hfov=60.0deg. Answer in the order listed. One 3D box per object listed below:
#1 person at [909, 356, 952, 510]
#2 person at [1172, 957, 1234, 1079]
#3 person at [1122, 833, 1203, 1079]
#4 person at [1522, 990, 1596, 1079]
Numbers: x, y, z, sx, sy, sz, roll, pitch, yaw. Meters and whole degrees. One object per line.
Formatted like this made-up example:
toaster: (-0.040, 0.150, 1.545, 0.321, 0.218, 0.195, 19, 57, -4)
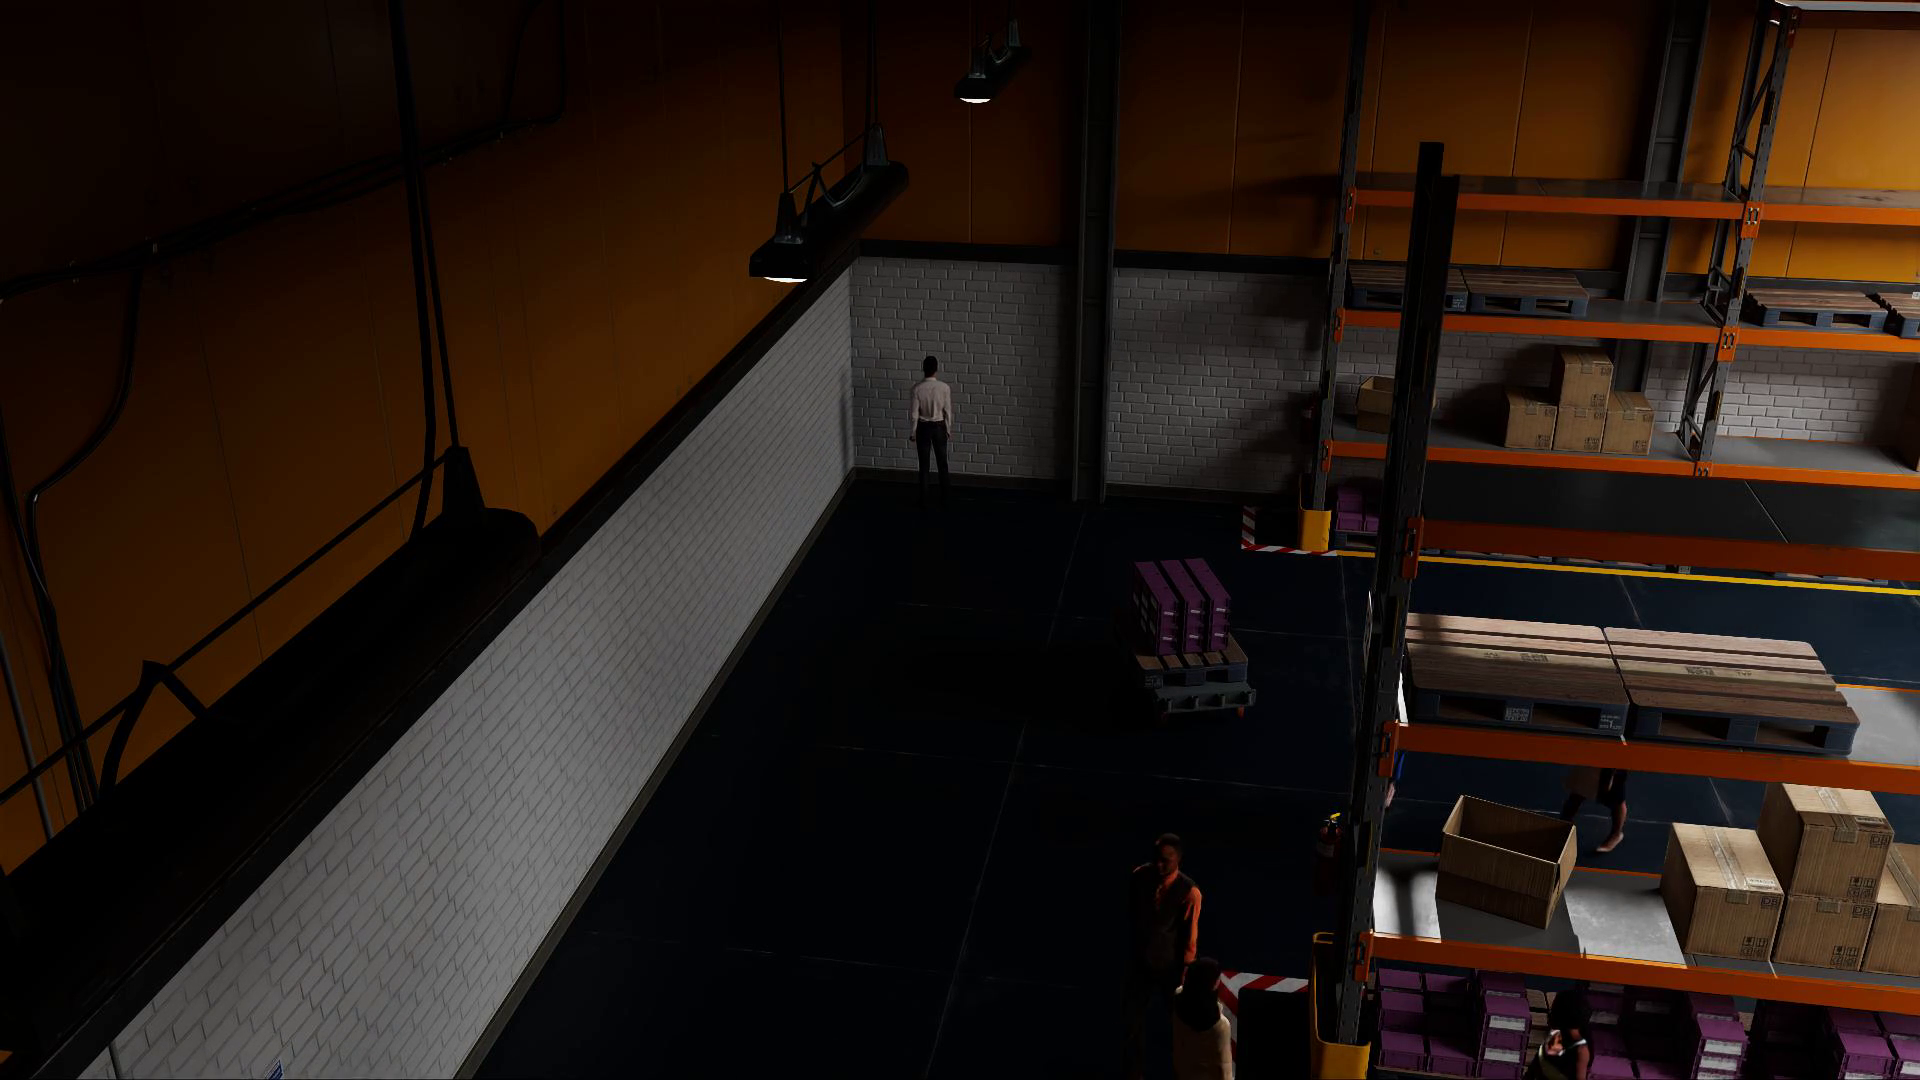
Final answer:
person: (-0.342, -1.284, 19.807, 0.609, 1.871, 0.779, -4, 24, -9)
person: (1.371, 3.193, 9.825, 1.054, 1.663, 0.988, -15, 28, -30)
person: (1.361, 2.686, 10.722, 1.274, 1.873, 1.173, 18, 29, 36)
person: (3.505, 3.306, 9.517, 1.139, 1.701, 0.556, 4, 24, 9)
